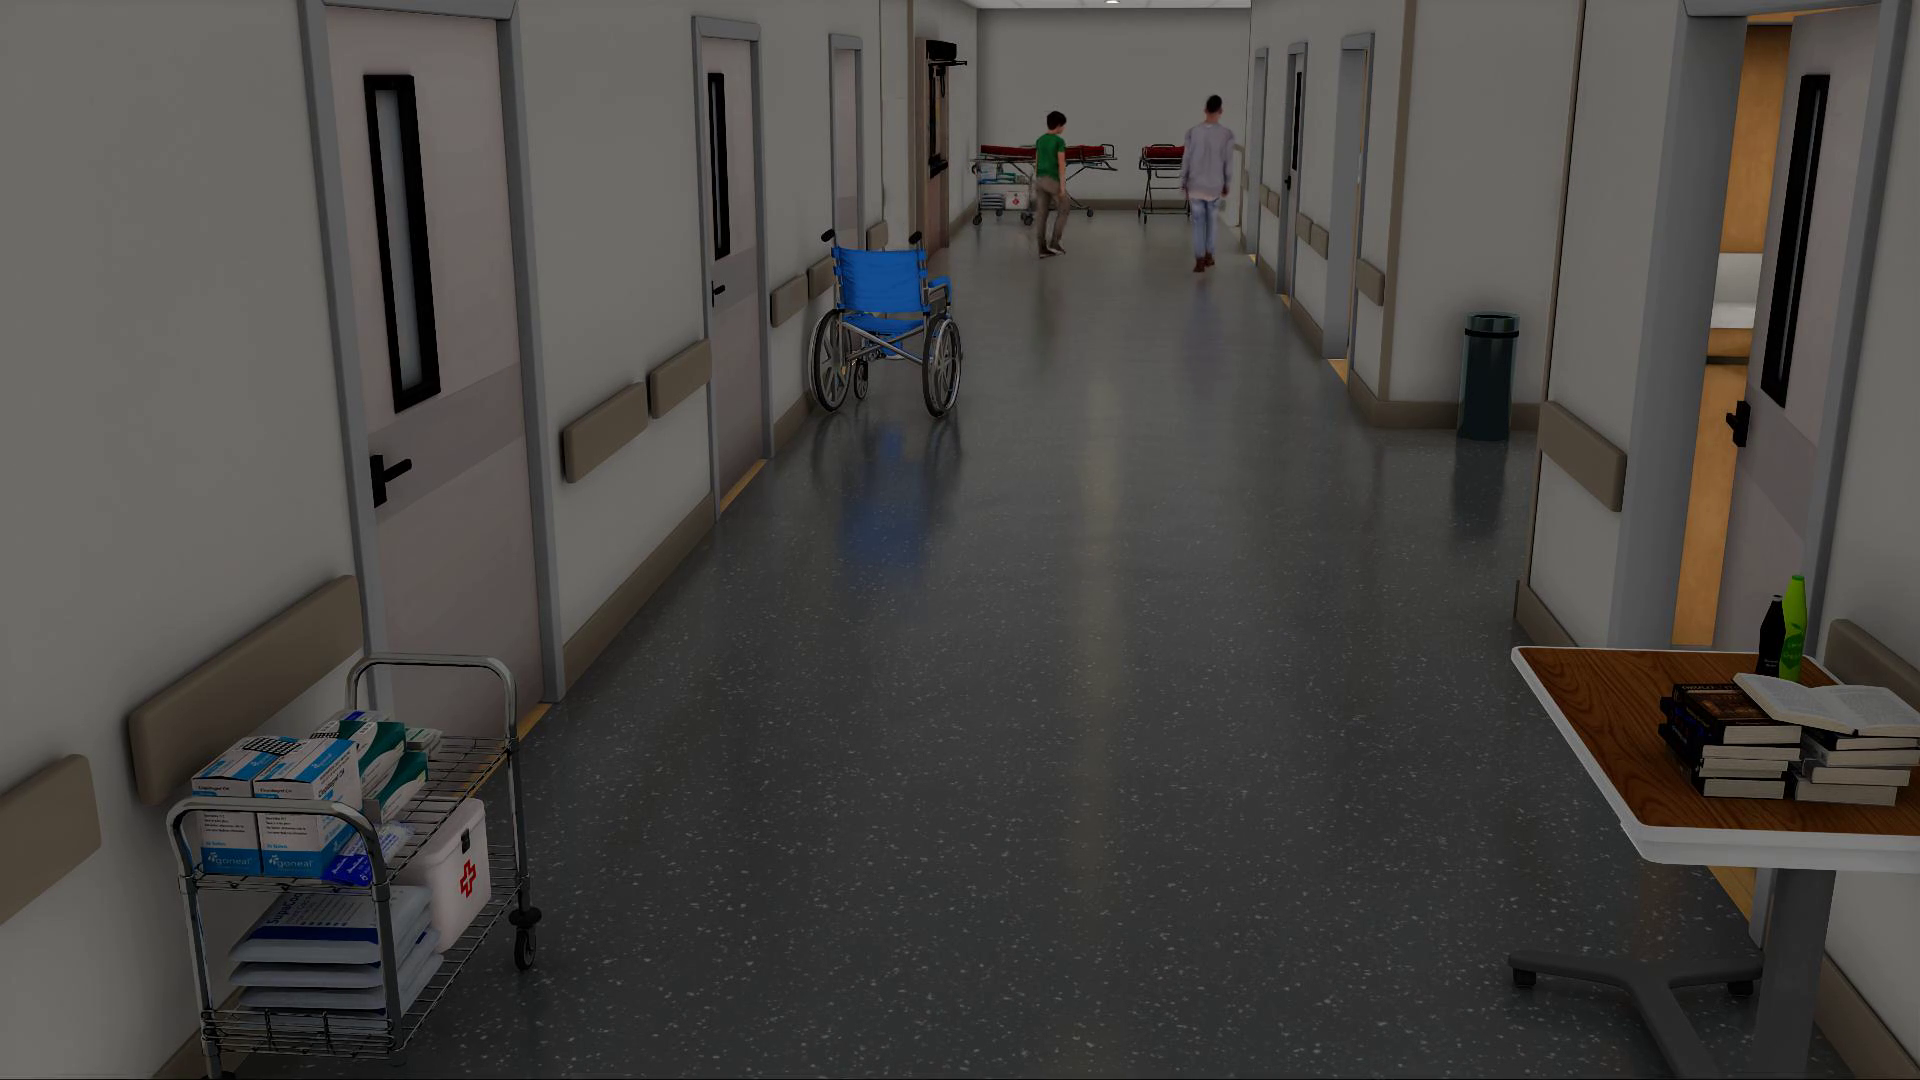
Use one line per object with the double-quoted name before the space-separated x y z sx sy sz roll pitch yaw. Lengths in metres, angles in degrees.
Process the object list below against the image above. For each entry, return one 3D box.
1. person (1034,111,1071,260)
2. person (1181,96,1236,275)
"person" 0.966 -4.015 18.842 0.768 1.641 0.817 12 20 37
"person" 2.569 -3.676 17.336 0.701 1.805 0.936 1 16 3
